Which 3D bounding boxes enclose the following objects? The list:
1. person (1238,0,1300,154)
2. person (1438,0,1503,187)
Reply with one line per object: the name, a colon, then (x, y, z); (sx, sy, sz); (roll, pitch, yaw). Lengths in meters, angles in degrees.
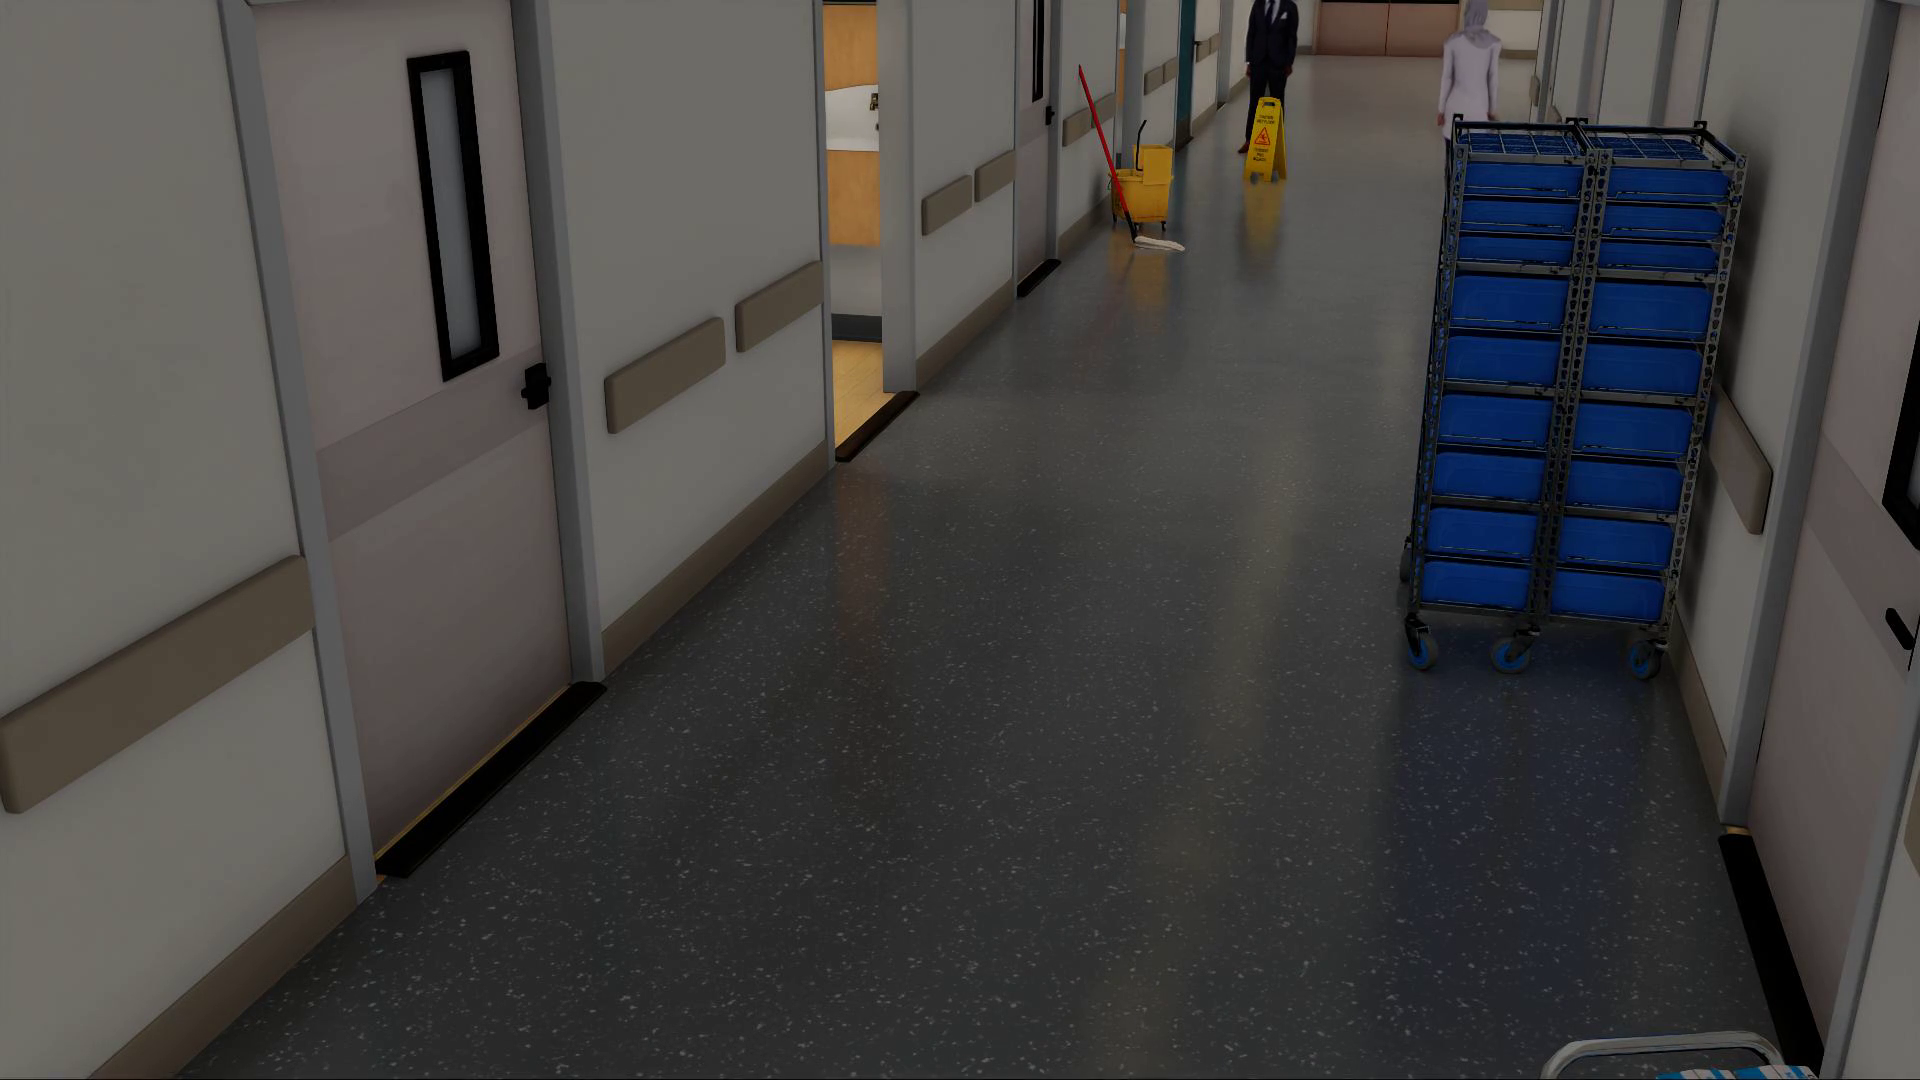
person: (3.241, -4.993, 17.424); (0.731, 1.823, 0.673); (10, 23, 25)
person: (4.104, -3.464, 13.491); (0.637, 1.749, 1.057); (5, 21, 12)
